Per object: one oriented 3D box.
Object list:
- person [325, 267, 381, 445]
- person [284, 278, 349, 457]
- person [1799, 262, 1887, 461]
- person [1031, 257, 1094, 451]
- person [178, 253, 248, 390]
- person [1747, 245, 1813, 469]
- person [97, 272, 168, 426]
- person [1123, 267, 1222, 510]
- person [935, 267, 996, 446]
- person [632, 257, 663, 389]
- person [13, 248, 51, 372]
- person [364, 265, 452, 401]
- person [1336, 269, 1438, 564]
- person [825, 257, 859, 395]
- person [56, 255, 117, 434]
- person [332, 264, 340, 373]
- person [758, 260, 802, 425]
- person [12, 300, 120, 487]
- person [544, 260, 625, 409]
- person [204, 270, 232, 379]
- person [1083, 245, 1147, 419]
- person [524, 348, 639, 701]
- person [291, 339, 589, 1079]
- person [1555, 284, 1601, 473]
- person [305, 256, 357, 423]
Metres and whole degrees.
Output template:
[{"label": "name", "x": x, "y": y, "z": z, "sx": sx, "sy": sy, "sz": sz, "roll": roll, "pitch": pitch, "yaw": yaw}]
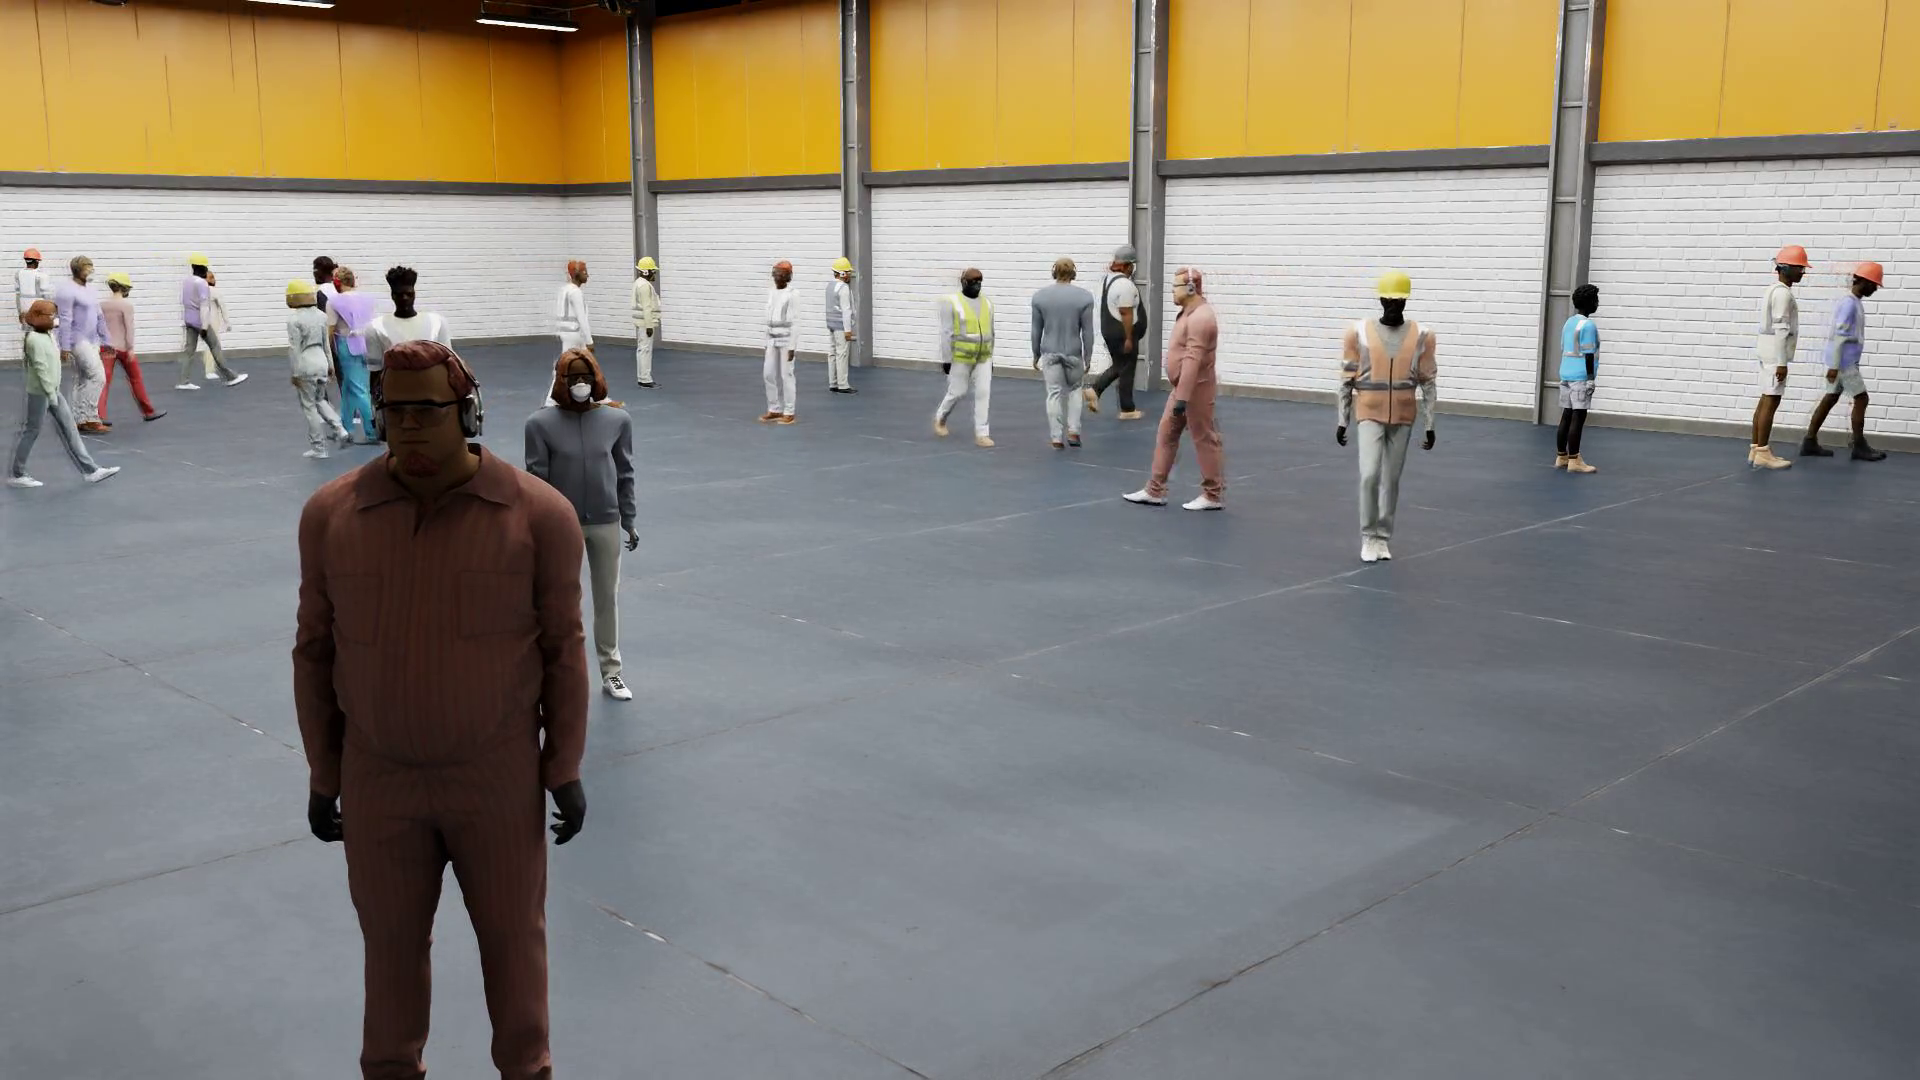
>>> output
[{"label": "person", "x": -6.280, "y": -1.866, "z": 16.952, "sx": 0.838, "sy": 1.801, "sz": 0.554, "roll": 3, "pitch": 11, "yaw": 18}, {"label": "person", "x": -6.211, "y": -1.638, "z": 15.926, "sx": 0.436, "sy": 1.718, "sz": 0.503, "roll": 4, "pitch": 11, "yaw": 23}, {"label": "person", "x": 8.491, "y": -1.685, "z": 15.787, "sx": 0.885, "sy": 1.869, "sz": 0.604, "roll": 6, "pitch": 12, "yaw": 29}, {"label": "person", "x": 1.016, "y": -1.844, "z": 16.549, "sx": 0.630, "sy": 1.921, "sz": 0.594, "roll": 1, "pitch": 10, "yaw": 5}, {"label": "person", "x": -10.503, "y": -3.037, "z": 23.155, "sx": 0.592, "sy": 1.880, "sz": 0.971, "roll": 7, "pitch": 12, "yaw": 33}, {"label": "person", "x": 7.537, "y": -1.676, "z": 15.280, "sx": 0.392, "sy": 2.039, "sz": 0.612, "roll": 3, "pitch": 11, "yaw": 18}, {"label": "person", "x": -9.453, "y": -2.152, "z": 18.755, "sx": 0.547, "sy": 1.701, "sz": 0.908, "roll": 3, "pitch": 11, "yaw": 18}, {"label": "person", "x": 1.651, "y": -1.151, "z": 12.851, "sx": 0.863, "sy": 1.872, "sz": 0.680, "roll": 0, "pitch": 10, "yaw": -2}, {"label": "person", "x": 0.058, "y": -1.884, "z": 17.048, "sx": 0.633, "sy": 1.816, "sz": 0.814, "roll": -6, "pitch": 12, "yaw": -29}, {"label": "person", "x": -4.359, "y": -3.020, "z": 23.181, "sx": 0.403, "sy": 1.832, "sz": 0.594, "roll": -4, "pitch": 11, "yaw": -19}, {"label": "person", "x": -14.489, "y": -3.596, "z": 26.067, "sx": 0.543, "sy": 1.930, "sz": 0.380, "roll": 0, "pitch": 10, "yaw": 0}, {"label": "person", "x": -3.978, "y": -1.029, "z": 12.070, "sx": 0.601, "sy": 1.930, "sz": 0.975, "roll": -6, "pitch": 12, "yaw": -31}, {"label": "person", "x": 2.785, "y": -0.788, "z": 10.788, "sx": 0.620, "sy": 1.905, "sz": 0.610, "roll": 1, "pitch": 10, "yaw": 4}, {"label": "person", "x": -1.592, "y": -2.859, "z": 22.300, "sx": 0.404, "sy": 1.833, "sz": 0.591, "roll": -5, "pitch": 12, "yaw": -27}, {"label": "person", "x": -9.340, "y": -2.088, "z": 17.870, "sx": 0.659, "sy": 1.914, "sz": 0.655, "roll": -1, "pitch": 10, "yaw": -5}, {"label": "person", "x": -9.611, "y": -3.393, "z": 25.598, "sx": 0.534, "sy": 1.691, "sz": 0.322, "roll": 3, "pitch": 11, "yaw": 18}, {"label": "person", "x": -1.994, "y": -2.210, "z": 18.718, "sx": 0.620, "sy": 1.853, "sz": 0.441, "roll": 9, "pitch": 14, "yaw": 41}, {"label": "person", "x": -7.688, "y": -1.235, "z": 14.102, "sx": 0.867, "sy": 1.578, "sz": 0.522, "roll": -2, "pitch": 11, "yaw": -10}, {"label": "person", "x": -4.527, "y": -2.392, "z": 19.752, "sx": 0.986, "sy": 1.829, "sz": 0.597, "roll": -3, "pitch": 11, "yaw": -18}, {"label": "person", "x": -11.178, "y": -3.226, "z": 24.884, "sx": 0.519, "sy": 1.611, "sz": 0.613, "roll": 2, "pitch": 11, "yaw": 11}, {"label": "person", "x": 1.850, "y": -2.409, "z": 19.283, "sx": 0.667, "sy": 2.000, "sz": 0.701, "roll": -3, "pitch": 11, "yaw": -17}, {"label": "person", "x": -1.713, "y": -0.057, "z": 7.566, "sx": 0.507, "sy": 1.633, "sz": 0.278, "roll": -5, "pitch": 12, "yaw": -26}, {"label": "person", "x": -1.156, "y": 0.510, "z": 3.726, "sx": 0.638, "sy": 1.910, "sz": 0.407, "roll": -1, "pitch": 10, "yaw": -6}, {"label": "person", "x": 5.599, "y": -1.456, "z": 15.021, "sx": 0.315, "sy": 1.695, "sz": 0.541, "roll": 0, "pitch": 10, "yaw": -2}, {"label": "person", "x": -7.185, "y": -2.252, "z": 18.824, "sx": 0.682, "sy": 1.896, "sz": 0.597, "roll": 1, "pitch": 10, "yaw": 6}]
